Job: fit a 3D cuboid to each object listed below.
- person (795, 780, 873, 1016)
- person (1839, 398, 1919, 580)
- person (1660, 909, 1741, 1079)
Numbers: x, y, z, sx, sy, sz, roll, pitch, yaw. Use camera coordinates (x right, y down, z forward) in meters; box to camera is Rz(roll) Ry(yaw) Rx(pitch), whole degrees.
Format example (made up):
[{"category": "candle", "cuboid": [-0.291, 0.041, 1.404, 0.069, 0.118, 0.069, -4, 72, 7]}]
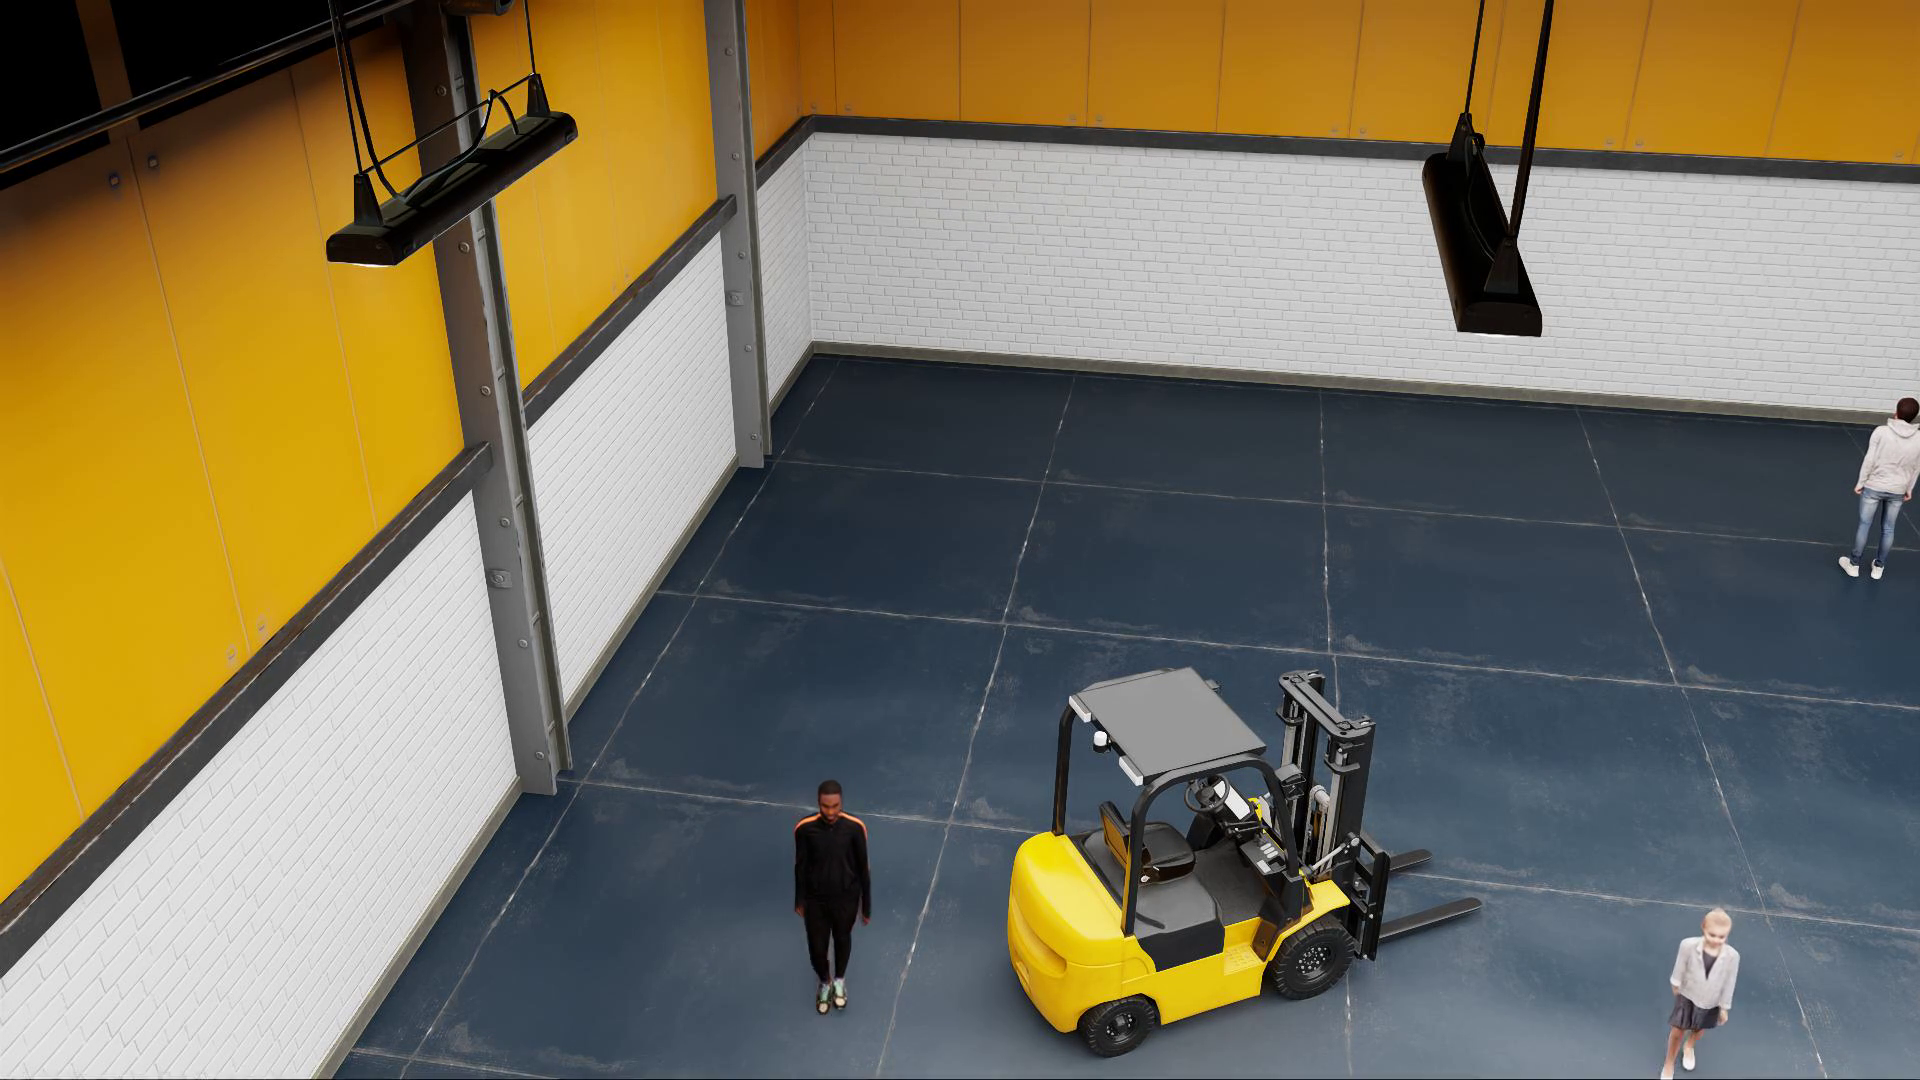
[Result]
[{"category": "person", "cuboid": [-0.838, 2.269, 10.915, 0.734, 1.802, 0.704, -3, 29, -5]}, {"category": "person", "cuboid": [8.872, -0.503, 15.943, 0.665, 1.853, 0.562, 6, 29, 11]}, {"category": "person", "cuboid": [4.669, 2.817, 10.478, 0.584, 1.258, 0.721, 10, 30, 18]}]
